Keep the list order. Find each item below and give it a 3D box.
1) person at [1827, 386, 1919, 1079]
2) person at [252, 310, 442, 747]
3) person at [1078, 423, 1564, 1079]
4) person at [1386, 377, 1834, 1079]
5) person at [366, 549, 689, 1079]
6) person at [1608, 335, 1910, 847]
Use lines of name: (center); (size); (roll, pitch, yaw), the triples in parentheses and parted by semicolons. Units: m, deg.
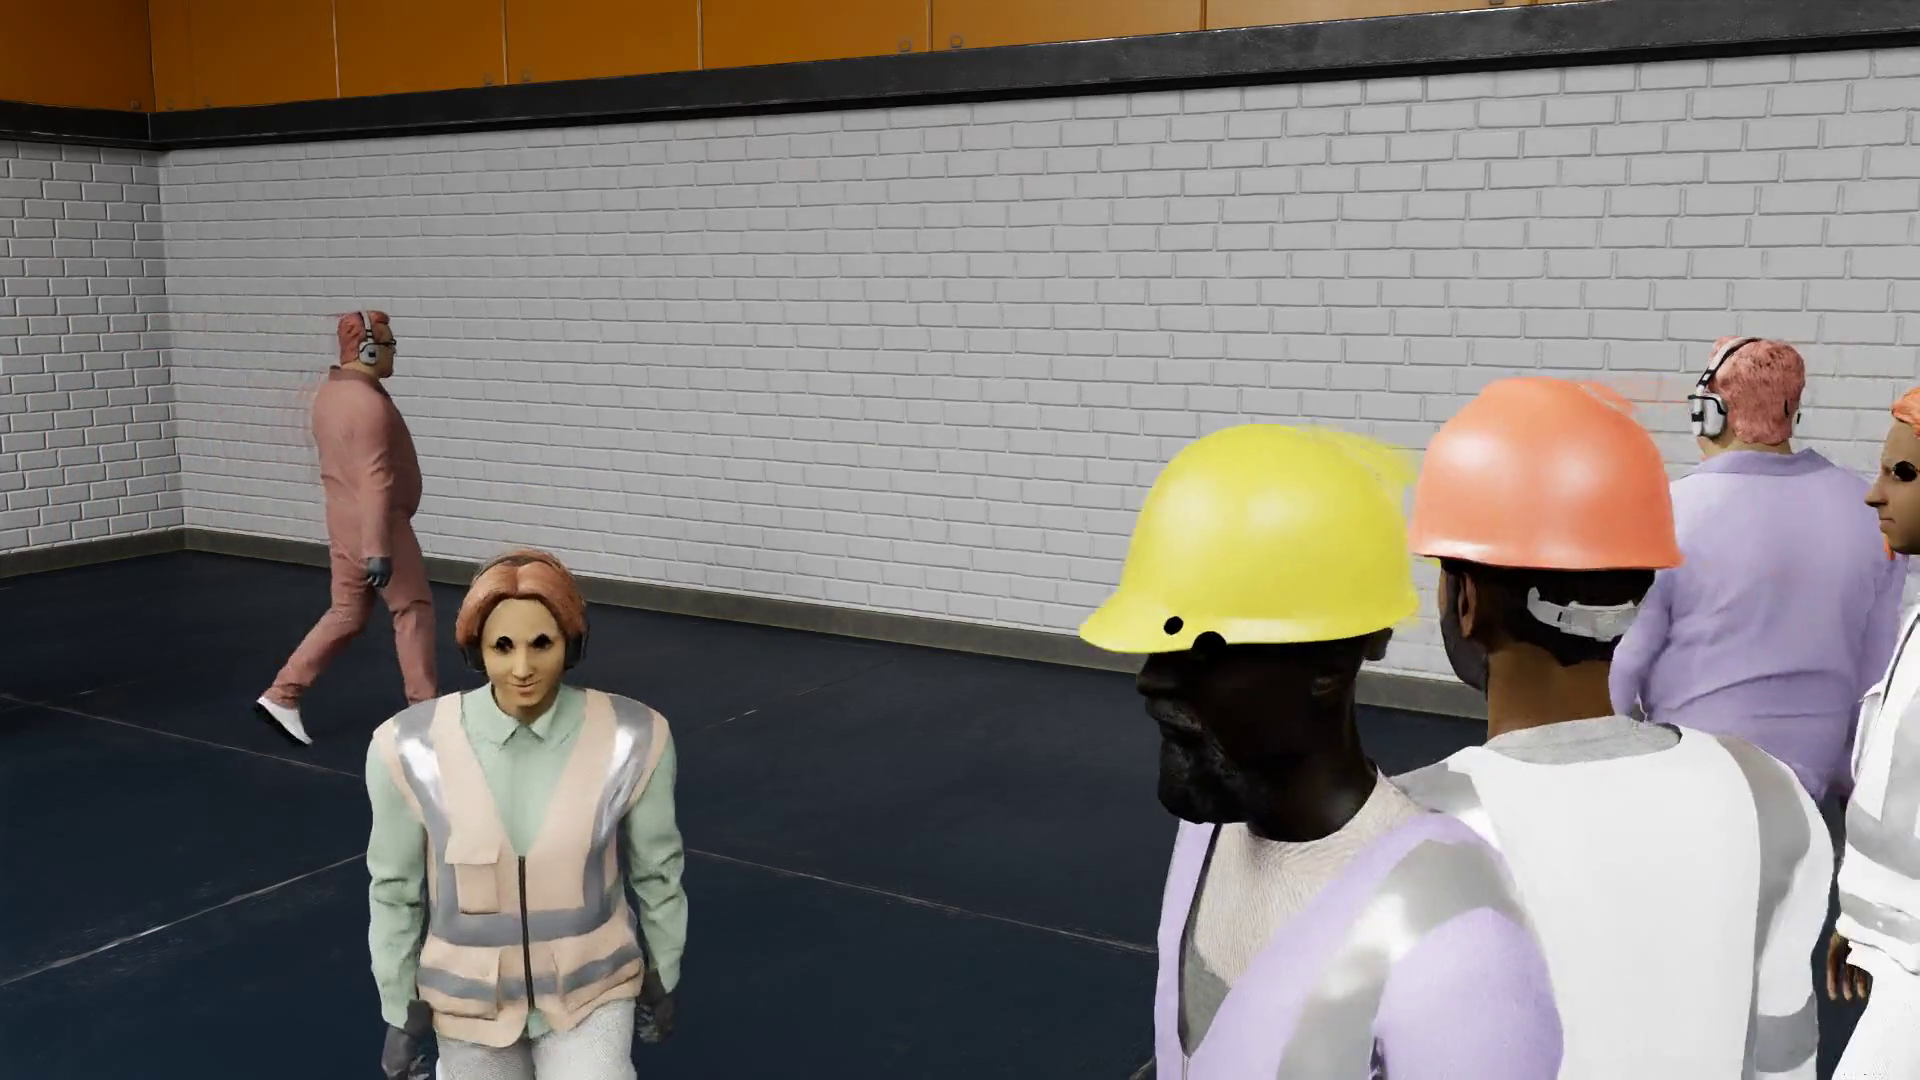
person: (1.542, 0.678, 2.622); (0.426, 1.867, 0.580); (5, 10, 26)
person: (-2.571, -0.042, 7.103); (0.881, 1.875, 0.651); (-7, 12, -39)
person: (0.445, 0.827, 1.616); (0.688, 1.905, 0.601); (-2, 9, -14)
person: (0.521, 0.785, 1.804); (0.571, 1.913, 0.780); (-3, 10, -20)
person: (-0.741, 0.767, 2.917); (0.521, 1.593, 0.802); (-2, 9, -12)
person: (1.643, 0.488, 3.747); (0.673, 1.881, 0.785); (-2, 9, -12)
